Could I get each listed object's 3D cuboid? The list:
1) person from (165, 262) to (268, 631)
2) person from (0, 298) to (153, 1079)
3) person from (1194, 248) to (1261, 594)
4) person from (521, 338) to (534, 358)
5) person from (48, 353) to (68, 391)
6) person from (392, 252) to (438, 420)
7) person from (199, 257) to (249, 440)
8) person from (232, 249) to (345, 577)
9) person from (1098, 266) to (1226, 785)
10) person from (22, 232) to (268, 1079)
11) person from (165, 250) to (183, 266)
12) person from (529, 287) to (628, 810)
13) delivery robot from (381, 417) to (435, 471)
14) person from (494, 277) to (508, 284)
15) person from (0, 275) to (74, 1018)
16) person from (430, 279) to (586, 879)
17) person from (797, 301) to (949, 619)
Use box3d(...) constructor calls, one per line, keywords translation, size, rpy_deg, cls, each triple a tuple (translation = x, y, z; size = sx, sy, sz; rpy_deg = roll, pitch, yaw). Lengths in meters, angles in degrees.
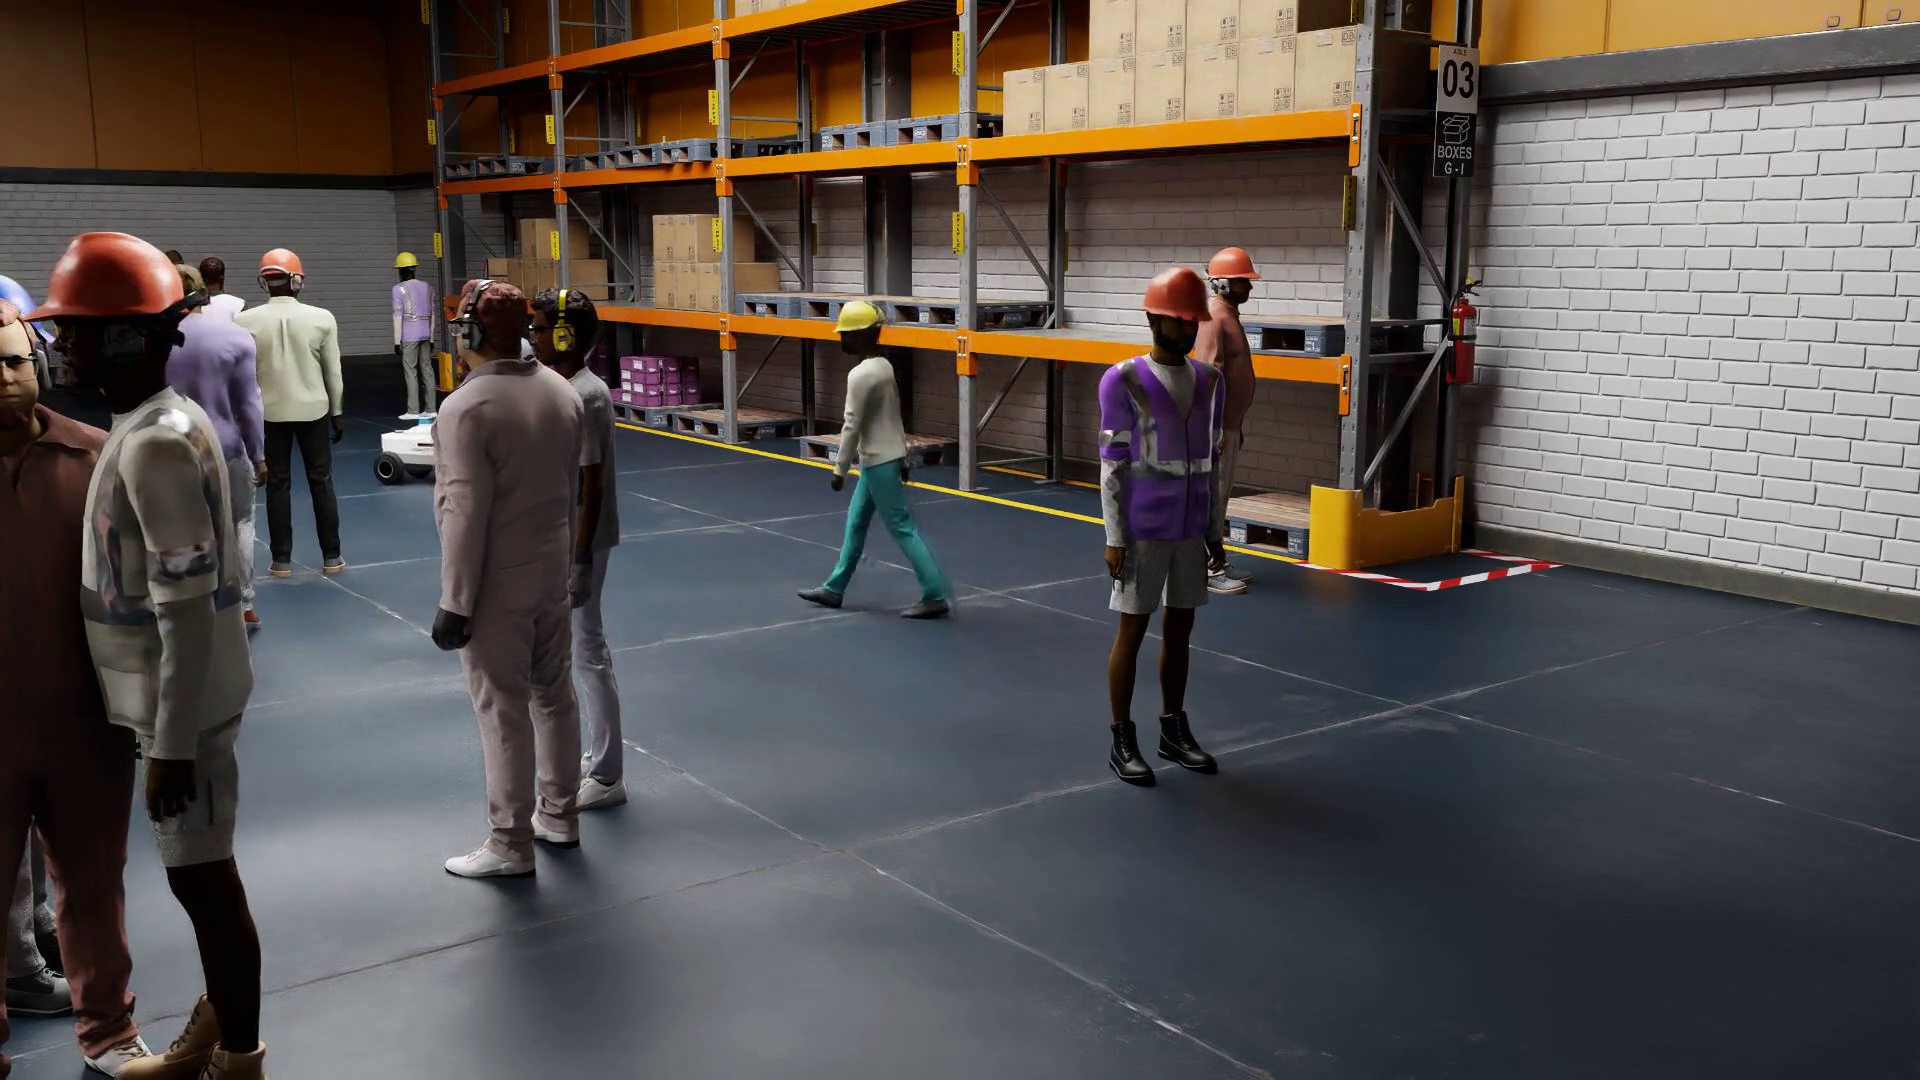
box3d(translation=(-3.845, -0.434, 8.425), size=(0.662, 1.926, 0.569), rpy_deg=(-3, 10, -14), cls="person")
box3d(translation=(-2.116, 0.409, 3.777), size=(0.407, 1.906, 0.655), rpy_deg=(8, 13, 39), cls="person")
box3d(translation=(1.542, -0.695, 9.709), size=(0.375, 1.995, 0.609), rpy_deg=(3, 11, 17), cls="person")
box3d(translation=(-3.214, -0.882, 11.804), size=(0.508, 1.623, 0.294), rpy_deg=(6, 12, 30), cls="person")
box3d(translation=(-12.159, -2.946, 22.922), size=(0.933, 1.783, 0.621), rpy_deg=(-2, 10, -14), cls="person")
box3d(translation=(-6.295, -2.338, 19.141), size=(0.398, 1.919, 0.592), rpy_deg=(6, 12, 30), cls="person")
box3d(translation=(-6.078, -1.346, 13.614), size=(0.582, 1.911, 0.392), rpy_deg=(1, 10, 3), cls="person")
box3d(translation=(-4.078, -0.768, 10.139), size=(0.612, 1.987, 0.401), rpy_deg=(-4, 11, -23), cls="person")
box3d(translation=(0.781, -0.053, 6.280), size=(0.544, 1.937, 0.358), rpy_deg=(-6, 12, -28), cls="person")
box3d(translation=(-1.784, 0.352, 3.707), size=(0.392, 2.045, 0.608), rpy_deg=(-5, 11, -25), cls="person")
box3d(translation=(-9.850, -2.674, 20.952), size=(0.627, 1.940, 0.372), rpy_deg=(-2, 10, -10), cls="person")
box3d(translation=(-1.378, 0.037, 5.963), size=(0.314, 1.869, 0.537), rpy_deg=(-2, 10, -12), cls="person")
box3d(translation=(-4.511, -0.797, 14.051), size=(0.707, 0.478, 0.477), rpy_deg=(3, 10, 17), cls="delivery robot")
box3d(translation=(-5.399, -2.274, 19.594), size=(0.282, 1.624, 0.493), rpy_deg=(9, 13, 41), cls="person")
box3d(translation=(-2.520, 0.279, 4.391), size=(0.386, 1.948, 0.604), rpy_deg=(-4, 11, -19), cls="person")
box3d(translation=(-1.470, 0.128, 5.342), size=(0.406, 1.910, 0.639), rpy_deg=(4, 11, 21), cls="person")
box3d(translation=(-0.455, -0.431, 9.010), size=(0.896, 1.712, 0.526), rpy_deg=(2, 10, 12), cls="person")
